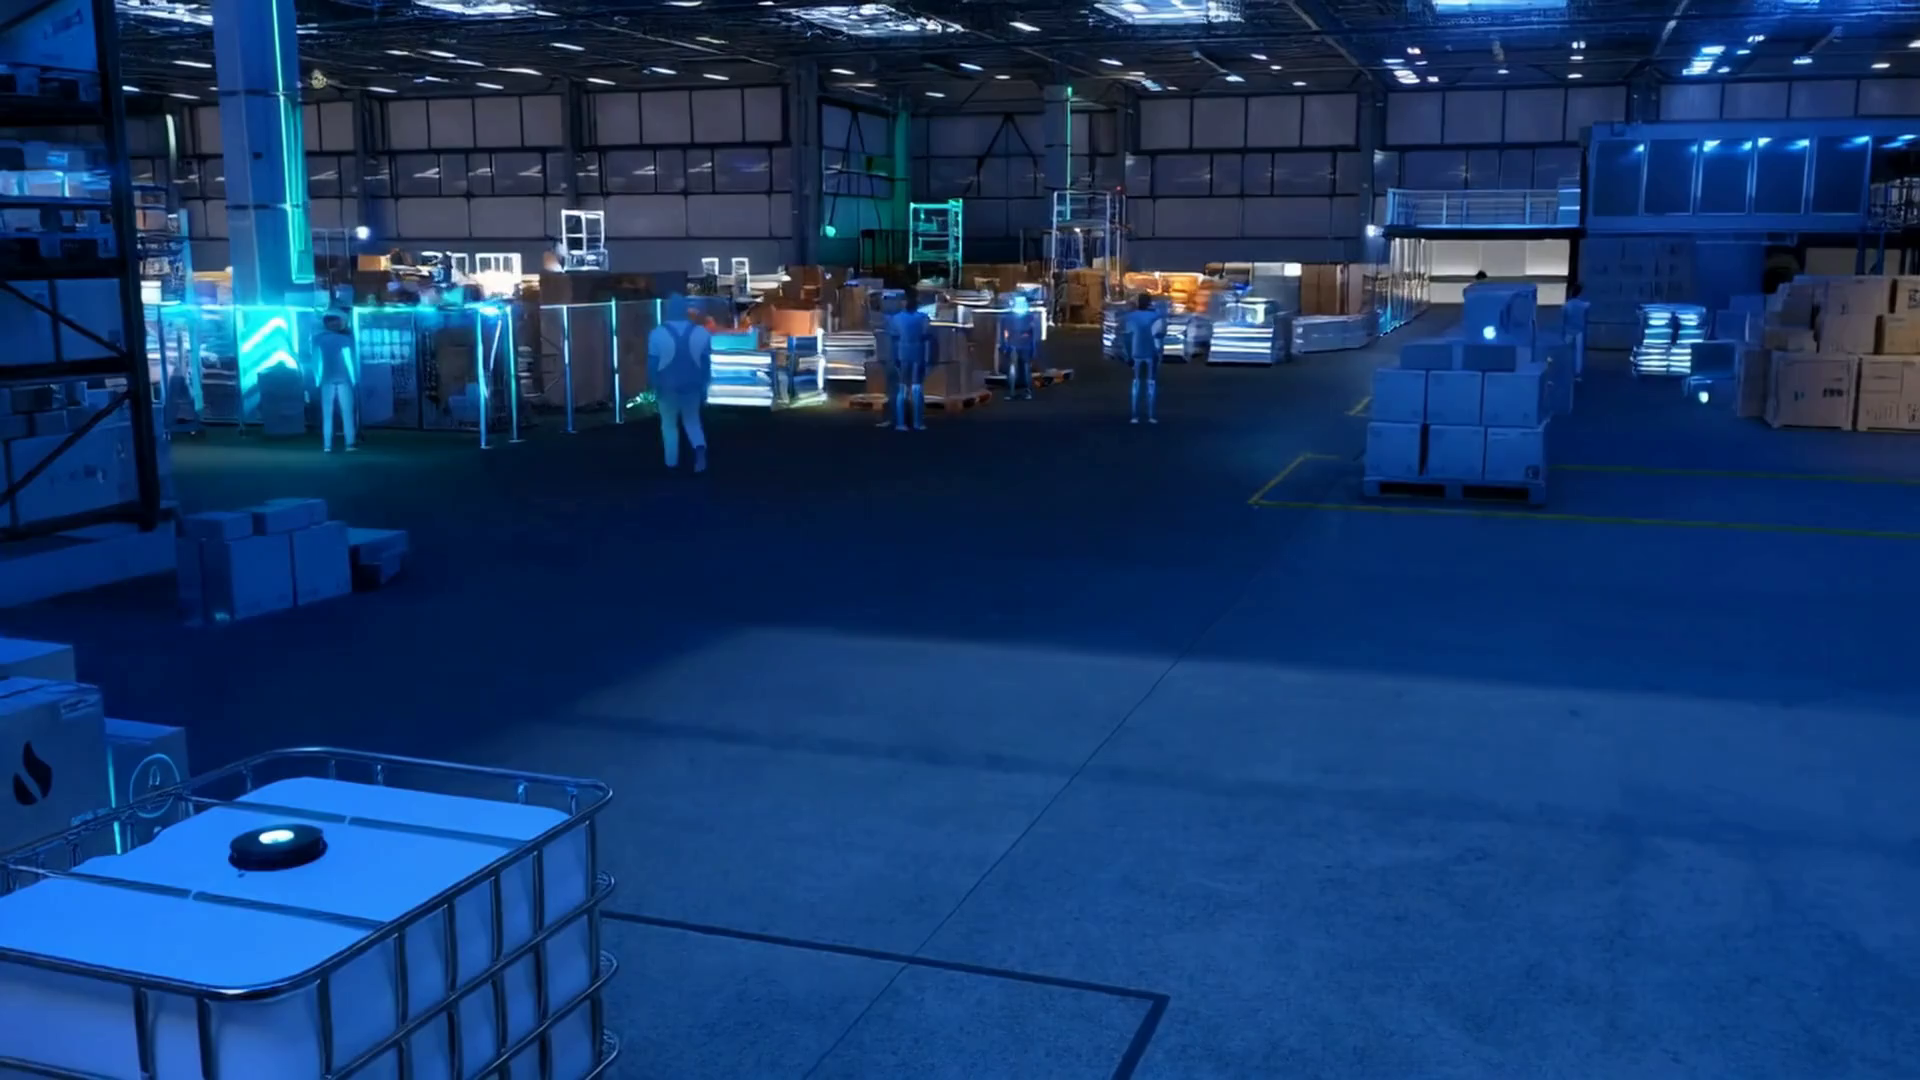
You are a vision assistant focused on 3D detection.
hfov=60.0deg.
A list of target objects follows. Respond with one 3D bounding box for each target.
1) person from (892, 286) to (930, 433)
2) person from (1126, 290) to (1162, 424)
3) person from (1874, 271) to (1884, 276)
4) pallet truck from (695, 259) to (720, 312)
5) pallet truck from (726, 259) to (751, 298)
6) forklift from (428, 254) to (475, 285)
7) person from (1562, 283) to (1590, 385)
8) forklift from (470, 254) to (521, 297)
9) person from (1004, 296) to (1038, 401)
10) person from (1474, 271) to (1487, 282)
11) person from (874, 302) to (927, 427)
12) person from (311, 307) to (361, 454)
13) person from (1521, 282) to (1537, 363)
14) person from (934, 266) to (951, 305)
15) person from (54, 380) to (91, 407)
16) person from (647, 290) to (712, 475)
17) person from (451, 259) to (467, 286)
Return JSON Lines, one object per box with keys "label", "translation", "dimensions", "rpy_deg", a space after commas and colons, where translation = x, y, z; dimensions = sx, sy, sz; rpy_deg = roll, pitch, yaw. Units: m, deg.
{"label": "person", "translation": [-0.641, -2.409, 22.256], "dimensions": [0.598, 1.958, 0.383], "rpy_deg": [-8, 13, -38]}
{"label": "person", "translation": [2.576, -2.547, 23.263], "dimensions": [0.508, 1.872, 0.328], "rpy_deg": [3, 10, 14]}
{"label": "person", "translation": [22.799, -5.787, 41.575], "dimensions": [0.684, 1.847, 0.702], "rpy_deg": [-6, 11, -28]}
{"label": "pallet truck", "translation": [-9.165, -9.627, 62.776], "dimensions": [0.823, 1.965, 1.885], "rpy_deg": [4, 11, 23]}
{"label": "pallet truck", "translation": [-7.986, -9.493, 62.019], "dimensions": [0.823, 1.965, 1.885], "rpy_deg": [3, 11, 17]}
{"label": "forklift", "translation": [-20.133, -10.254, 65.465], "dimensions": [1.157, 1.987, 2.680], "rpy_deg": [3, 11, 19]}
{"label": "person", "translation": [11.101, -3.716, 30.016], "dimensions": [0.511, 1.832, 0.987], "rpy_deg": [2, 10, 10]}
{"label": "forklift", "translation": [-17.990, -10.121, 64.684], "dimensions": [1.157, 1.987, 2.680], "rpy_deg": [3, 11, 17]}
{"label": "person", "translation": [0.979, -3.081, 26.785], "dimensions": [0.537, 1.692, 0.320], "rpy_deg": [2, 10, 9]}
{"label": "person", "translation": [11.623, -5.036, 37.137], "dimensions": [0.391, 1.930, 0.539], "rpy_deg": [4, 11, 19]}
{"label": "person", "translation": [-0.816, -2.441, 23.115], "dimensions": [0.906, 1.722, 0.518], "rpy_deg": [-6, 12, -31]}
{"label": "person", "translation": [-7.507, -1.921, 20.037], "dimensions": [0.532, 1.765, 0.330], "rpy_deg": [-2, 10, -13]}
{"label": "person", "translation": [9.454, -3.376, 27.894], "dimensions": [1.015, 1.882, 0.565], "rpy_deg": [2, 10, 11]}
{"label": "person", "translation": [-0.596, -9.803, 64.099], "dimensions": [0.791, 1.886, 0.654], "rpy_deg": [-8, 13, -40]}
{"label": "person", "translation": [-10.695, -2.022, 19.977], "dimensions": [0.389, 1.986, 0.608], "rpy_deg": [0, 10, -2]}
{"label": "person", "translation": [-3.057, -1.709, 18.060], "dimensions": [0.691, 2.000, 0.662], "rpy_deg": [-5, 11, -25]}
{"label": "person", "translation": [-16.558, -8.233, 54.838], "dimensions": [0.604, 2.036, 0.394], "rpy_deg": [1, 10, 8]}
